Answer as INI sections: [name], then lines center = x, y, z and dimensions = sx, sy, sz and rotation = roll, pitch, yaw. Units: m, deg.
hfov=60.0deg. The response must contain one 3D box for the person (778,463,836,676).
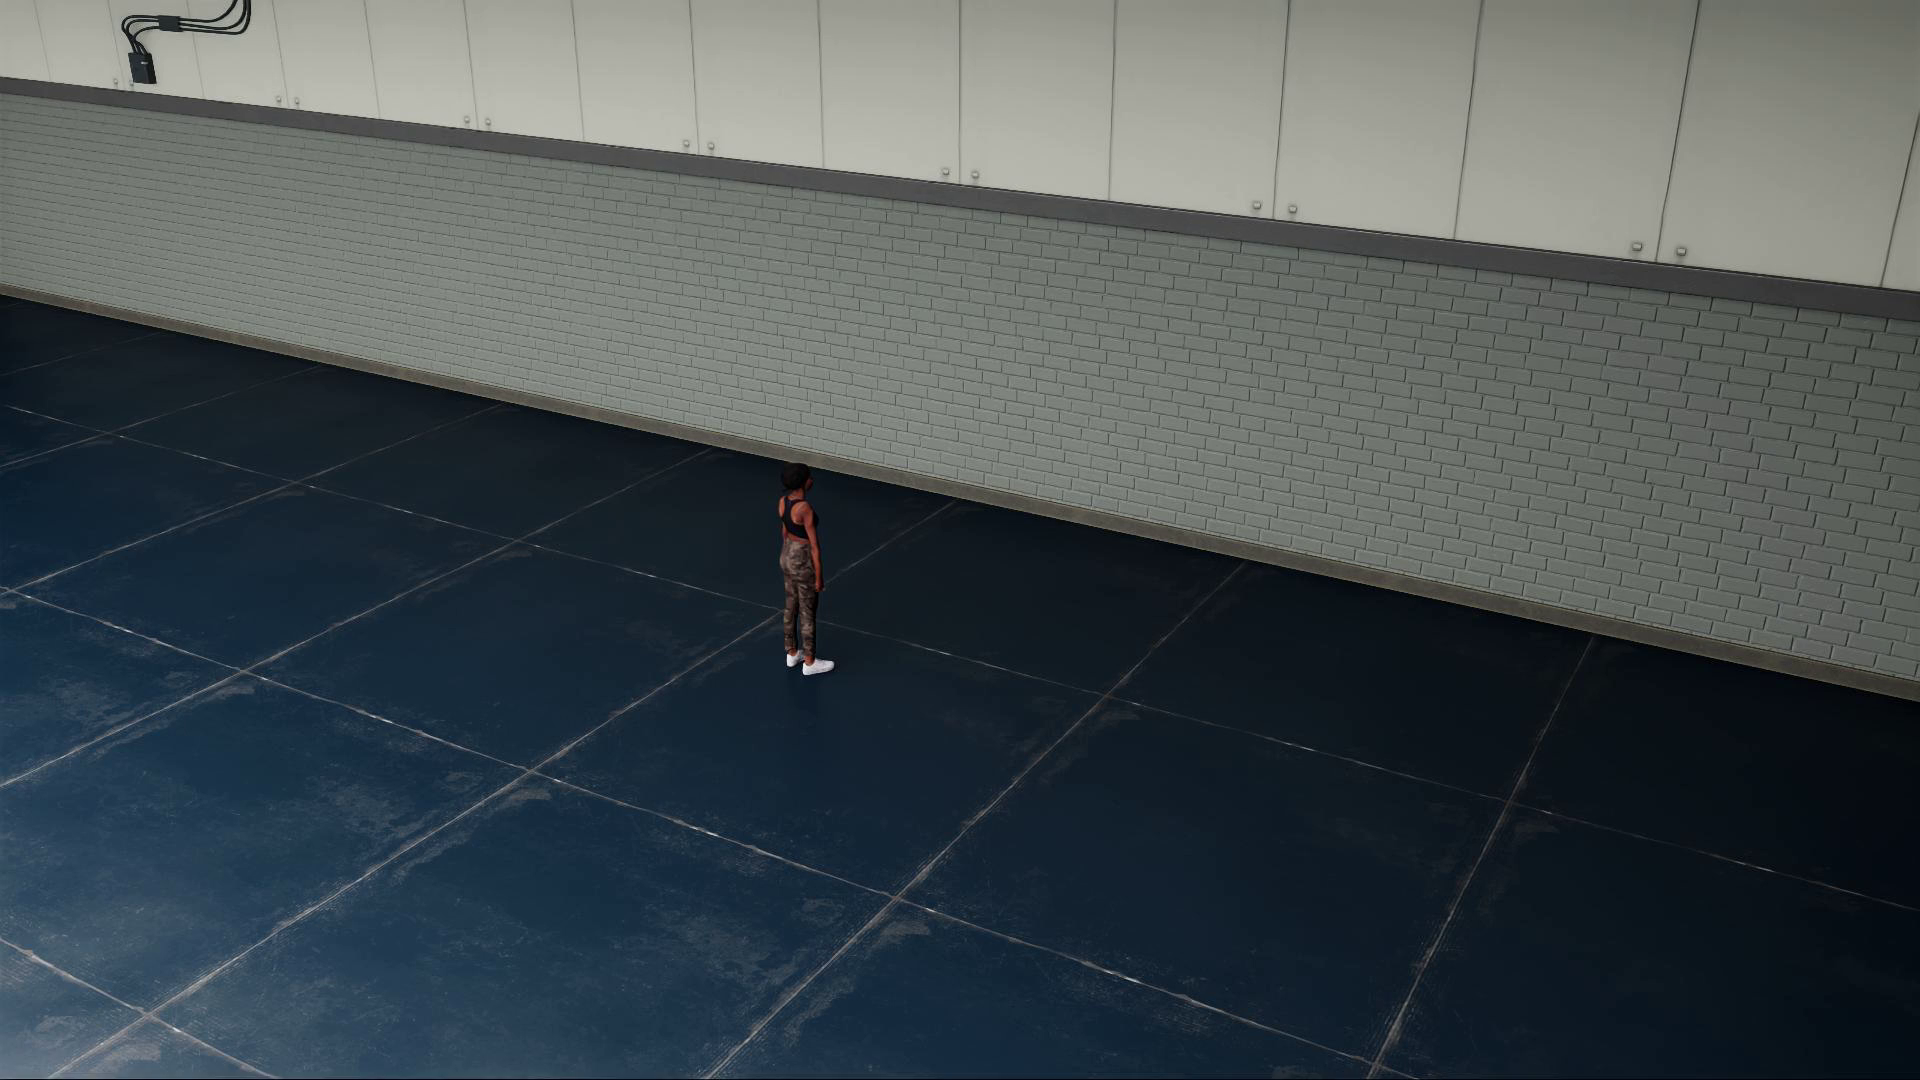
[person]
center = -1.218, 0.205, 12.705
dimensions = 0.638, 1.697, 0.641
rotation = -18, 29, -36
